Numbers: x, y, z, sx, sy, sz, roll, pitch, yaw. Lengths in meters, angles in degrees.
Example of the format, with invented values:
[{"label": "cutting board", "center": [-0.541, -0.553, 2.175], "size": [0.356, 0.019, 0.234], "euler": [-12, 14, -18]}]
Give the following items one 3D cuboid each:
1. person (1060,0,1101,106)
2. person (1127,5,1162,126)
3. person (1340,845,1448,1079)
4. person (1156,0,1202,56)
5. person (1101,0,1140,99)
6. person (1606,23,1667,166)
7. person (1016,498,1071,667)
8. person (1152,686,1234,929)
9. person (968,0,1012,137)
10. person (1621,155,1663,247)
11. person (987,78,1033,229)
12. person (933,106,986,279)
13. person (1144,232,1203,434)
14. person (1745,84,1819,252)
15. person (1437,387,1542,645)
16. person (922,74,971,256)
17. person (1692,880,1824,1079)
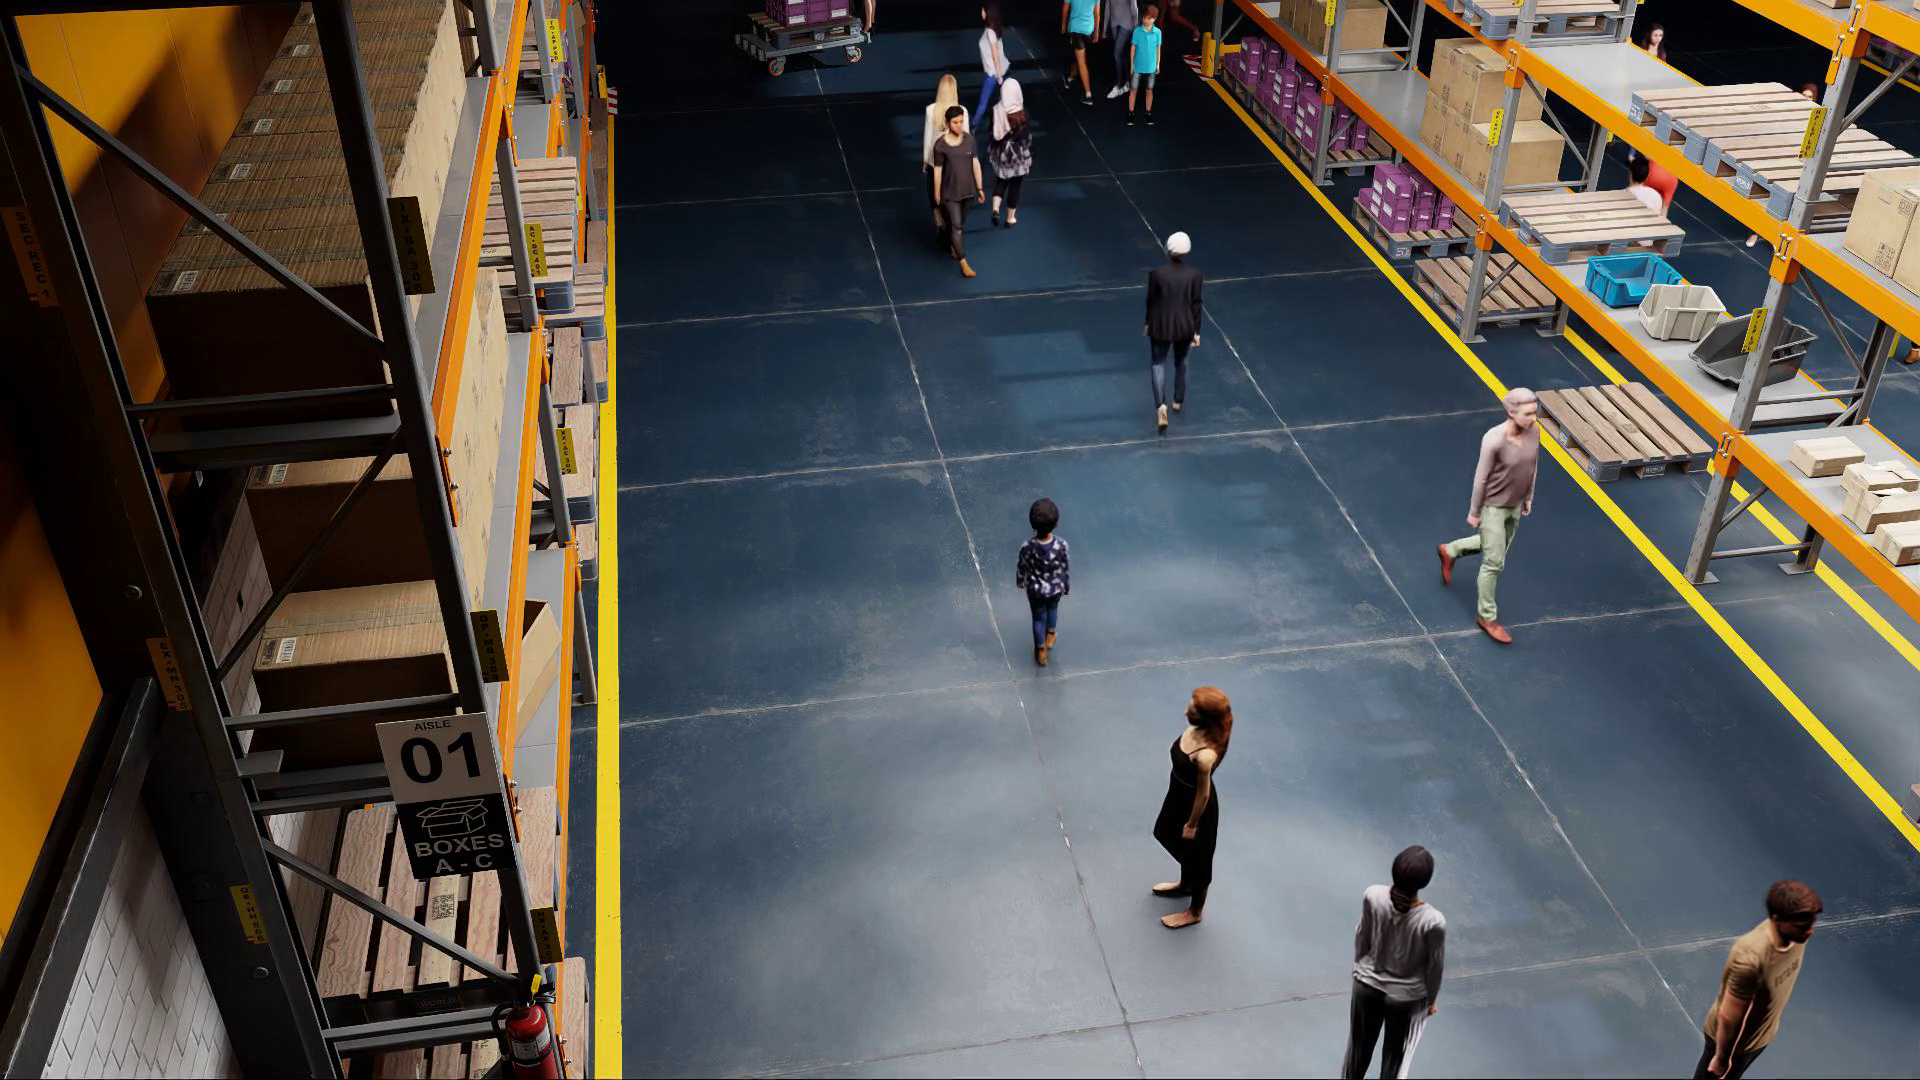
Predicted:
[{"label": "person", "center": [1.540, -6.292, 20.762], "size": [0.741, 1.719, 1.191], "euler": [-11, 35, -16]}, {"label": "person", "center": [2.249, -5.805, 20.274], "size": [0.552, 1.448, 0.531], "euler": [-1, 34, -1]}, {"label": "person", "center": [2.074, 2.157, 8.002], "size": [0.664, 1.773, 0.732], "euler": [23, 40, 31]}, {"label": "person", "center": [2.939, -7.394, 22.380], "size": [0.769, 1.763, 0.982], "euler": [-11, 35, -15]}, {"label": "person", "center": [2.123, -6.525, 21.122], "size": [0.872, 1.710, 0.910], "euler": [28, 43, 36]}, {"label": "person", "center": [7.783, -5.156, 19.163], "size": [0.655, 1.599, 0.900], "euler": [-2, 34, -3]}, {"label": "person", "center": [0.577, 0.315, 11.259], "size": [0.565, 1.237, 0.652], "euler": [0, 34, -1]}, {"label": "person", "center": [1.299, 1.459, 9.185], "size": [0.643, 1.626, 0.539], "euler": [-2, 34, -3]}, {"label": "person", "center": [0.518, -5.452, 19.579], "size": [0.963, 1.630, 1.118], "euler": [6, 34, 9]}, {"label": "person", "center": [6.131, -2.622, 15.267], "size": [0.825, 1.692, 1.178], "euler": [0, 34, 0]}, {"label": "person", "center": [0.502, -3.997, 17.394], "size": [0.818, 1.625, 0.906], "euler": [12, 35, 17]}, {"label": "person", "center": [-0.052, -3.534, 16.653], "size": [0.864, 1.676, 1.139], "euler": [-18, 37, -25]}, {"label": "person", "center": [1.828, -1.728, 14.004], "size": [0.878, 1.763, 1.037], "euler": [3, 34, 4]}, {"label": "person", "center": [8.487, -3.828, 17.048], "size": [0.653, 1.728, 0.667], "euler": [13, 36, 19]}, {"label": "person", "center": [3.682, -0.262, 11.576], "size": [0.944, 1.846, 1.234], "euler": [-18, 37, -25]}, {"label": "person", "center": [-0.139, -3.749, 16.825], "size": [0.676, 1.843, 0.677], "euler": [-1, 34, -2]}, {"label": "person", "center": [3.645, 2.271, 7.761], "size": [0.749, 1.851, 0.740], "euler": [-24, 41, -32]}]
